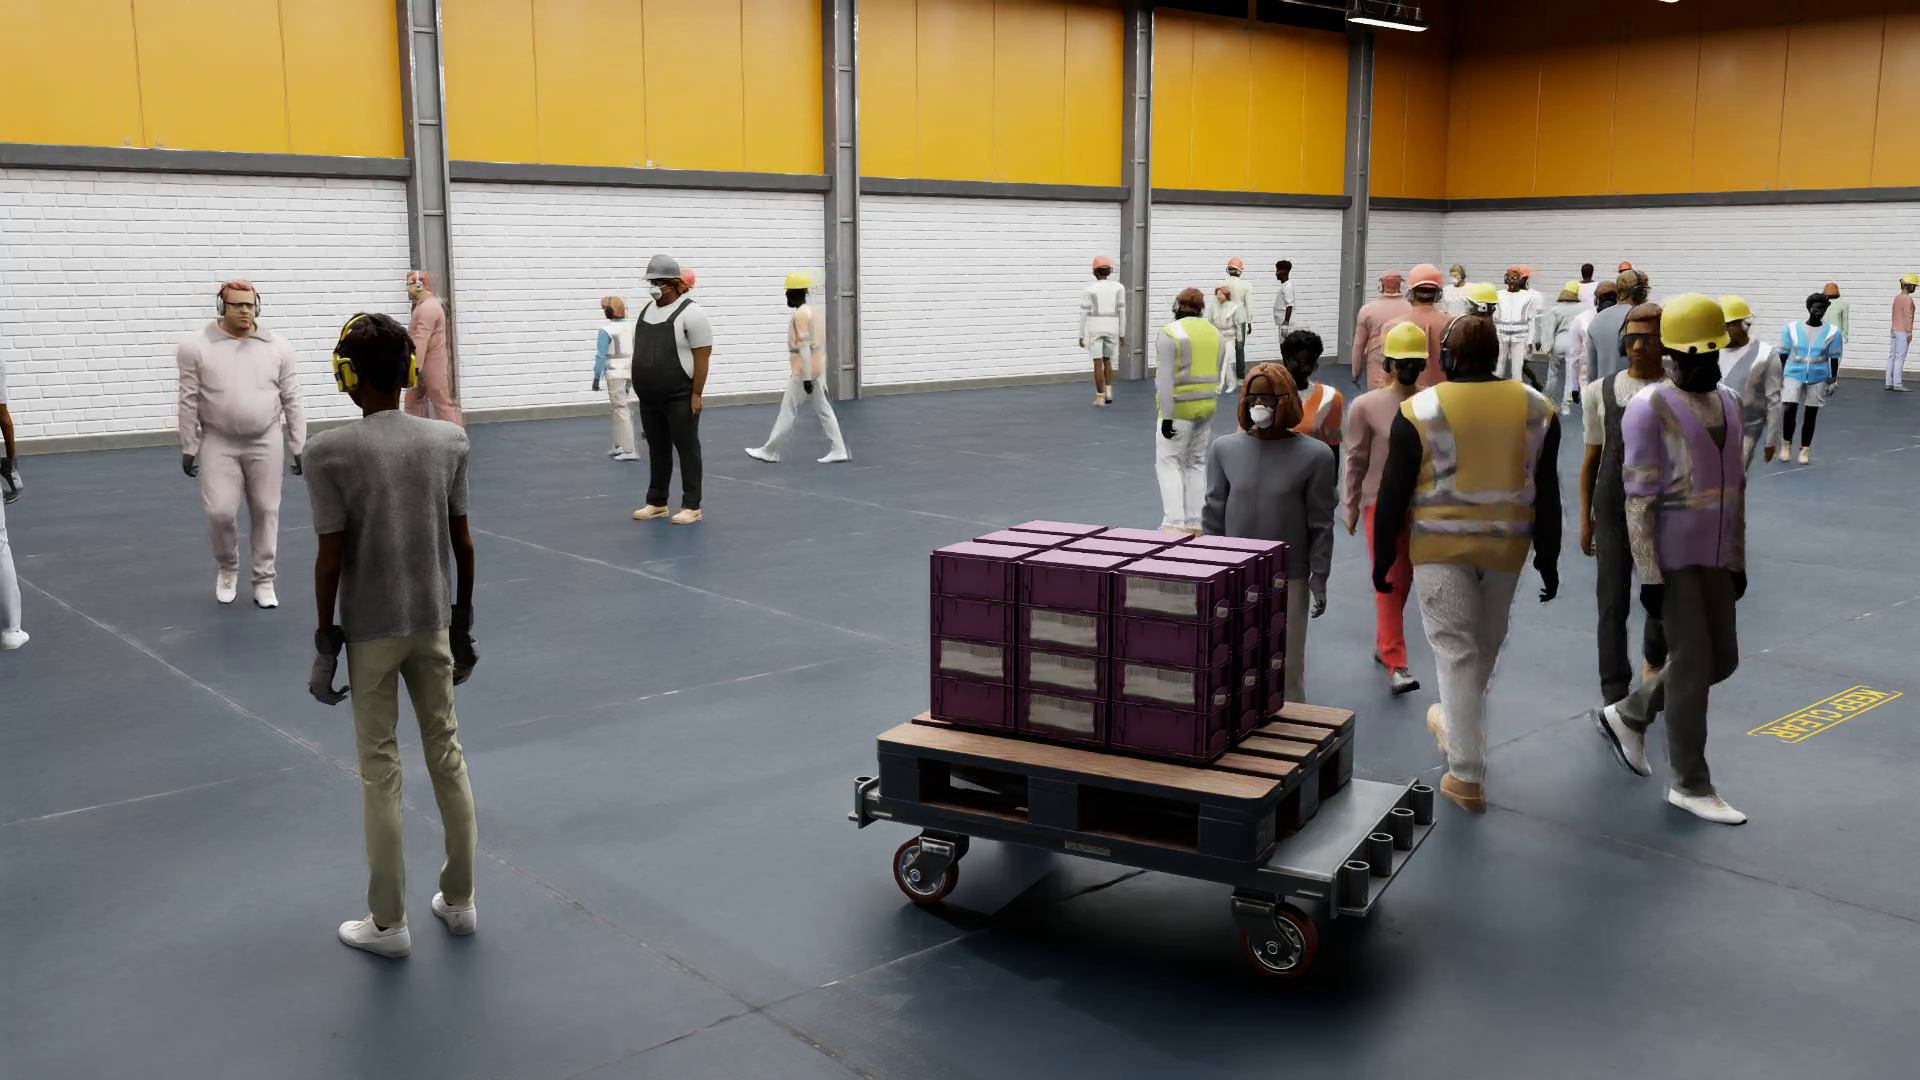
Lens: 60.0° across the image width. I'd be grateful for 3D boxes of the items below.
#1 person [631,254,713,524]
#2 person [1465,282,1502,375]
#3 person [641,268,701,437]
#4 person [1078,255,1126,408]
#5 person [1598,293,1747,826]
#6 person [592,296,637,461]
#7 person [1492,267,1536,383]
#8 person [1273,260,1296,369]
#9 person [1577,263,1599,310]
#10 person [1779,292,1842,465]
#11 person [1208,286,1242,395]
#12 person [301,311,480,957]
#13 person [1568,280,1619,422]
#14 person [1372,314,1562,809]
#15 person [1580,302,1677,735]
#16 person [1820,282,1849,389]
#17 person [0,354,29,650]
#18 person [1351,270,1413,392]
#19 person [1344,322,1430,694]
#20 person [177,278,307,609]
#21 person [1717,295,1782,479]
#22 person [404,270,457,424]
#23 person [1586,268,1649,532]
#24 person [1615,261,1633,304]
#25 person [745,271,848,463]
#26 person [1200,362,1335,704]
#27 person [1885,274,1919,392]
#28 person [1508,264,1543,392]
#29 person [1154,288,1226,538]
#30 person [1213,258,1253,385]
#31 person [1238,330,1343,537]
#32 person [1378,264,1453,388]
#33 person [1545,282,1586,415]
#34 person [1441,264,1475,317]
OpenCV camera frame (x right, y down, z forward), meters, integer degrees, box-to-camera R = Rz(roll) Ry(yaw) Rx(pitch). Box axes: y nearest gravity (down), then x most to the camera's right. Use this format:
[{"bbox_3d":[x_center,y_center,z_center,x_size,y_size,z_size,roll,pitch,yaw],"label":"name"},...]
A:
[{"bbox_3d":[-2.229,-1.140,12.611,0.683,2.000,0.536,7,12,34],"label":"person"},{"bbox_3d":[4.314,-1.325,14.411,0.688,1.803,0.611,0,10,2],"label":"person"},{"bbox_3d":[-3.254,-2.076,18.576,0.740,1.893,0.392,-4,10,-22],"label":"person"},{"bbox_3d":[1.878,-2.793,22.315,0.635,2.029,0.524,-3,10,-16],"label":"person"},{"bbox_3d":[2.659,0.050,6.073,0.627,1.894,0.635,-6,11,-31],"label":"person"},{"bbox_3d":[-3.444,-1.593,16.462,0.614,1.616,0.530,5,11,27],"label":"person"},{"bbox_3d":[7.107,-2.573,21.468,0.576,1.881,0.352,4,10,21],"label":"person"},{"bbox_3d":[5.101,-3.416,26.153,0.367,1.964,0.609,1,10,8],"label":"person"},{"bbox_3d":[10.029,-3.477,26.671,0.626,1.906,0.446,5,11,26],"label":"person"},{"bbox_3d":[8.198,-1.554,16.084,0.548,1.671,0.419,4,11,23],"label":"person"},{"bbox_3d":[3.870,-2.917,24.345,0.521,1.592,0.891,8,13,41],"label":"person"},{"bbox_3d":[-1.643,0.278,4.837,0.328,1.865,0.509,10,14,44],"label":"person"},{"bbox_3d":[5.693,-1.386,14.709,0.635,1.819,0.616,2,10,9],"label":"person"},{"bbox_3d":[1.894,0.045,6.370,0.651,1.797,0.935,-1,10,-5],"label":"person"},{"bbox_3d":[2.924,-0.103,7.142,0.520,1.833,0.590,5,11,27],"label":"person"},{"bbox_3d":[13.286,-3.121,25.419,0.532,1.629,0.345,6,11,30],"label":"person"},{"bbox_3d":[-5.076,-0.347,8.467,0.519,1.874,0.327,-6,11,-32],"label":"person"},{"bbox_3d":[4.072,-1.628,15.912,0.680,1.880,0.756,0,10,1],"label":"person"},{"bbox_3d":[2.088,-0.155,7.805,0.532,1.716,0.929,-1,10,-5],"label":"person"},{"bbox_3d":[-4.096,-0.546,9.542,0.678,1.894,0.418,-6,11,-30],"label":"person"},{"bbox_3d":[5.163,-0.747,11.126,0.584,1.786,0.960,9,13,44],"label":"person"},{"bbox_3d":[-5.402,-1.727,16.518,0.858,1.871,0.663,-4,10,-22],"label":"person"},{"bbox_3d":[4.795,-0.987,12.029,0.377,1.937,0.641,-4,10,-21],"label":"person"},{"bbox_3d":[11.600,-3.898,29.092,0.543,1.927,0.374,-1,10,-3],"label":"person"},{"bbox_3d":[-1.566,-1.668,16.202,1.017,1.867,0.603,2,10,9],"label":"person"},{"bbox_3d":[1.143,0.150,6.254,0.505,1.633,0.279,5,11,25],"label":"person"},{"bbox_3d":[14.132,-3.100,24.915,0.323,1.761,0.523,1,10,6],"label":"person"},{"bbox_3d":[7.519,-2.719,22.225,0.557,1.914,0.554,-6,11,-32],"label":"person"},{"bbox_3d":[1.608,-0.883,11.818,0.679,1.803,0.466,-8,12,-37],"label":"person"},{"bbox_3d":[4.295,-3.426,26.139,0.623,1.990,0.392,4,10,21],"label":"person"},{"bbox_3d":[1.748,-0.302,8.876,0.540,1.636,0.911,3,10,18],"label":"person"},{"bbox_3d":[3.165,-0.912,11.498,0.618,1.957,0.868,1,10,4],"label":"person"},{"bbox_3d":[7.787,-2.473,21.439,0.494,1.684,0.922,1,10,8],"label":"person"},{"bbox_3d":[6.889,-2.846,22.957,0.655,1.910,0.562,9,13,43],"label":"person"}]
